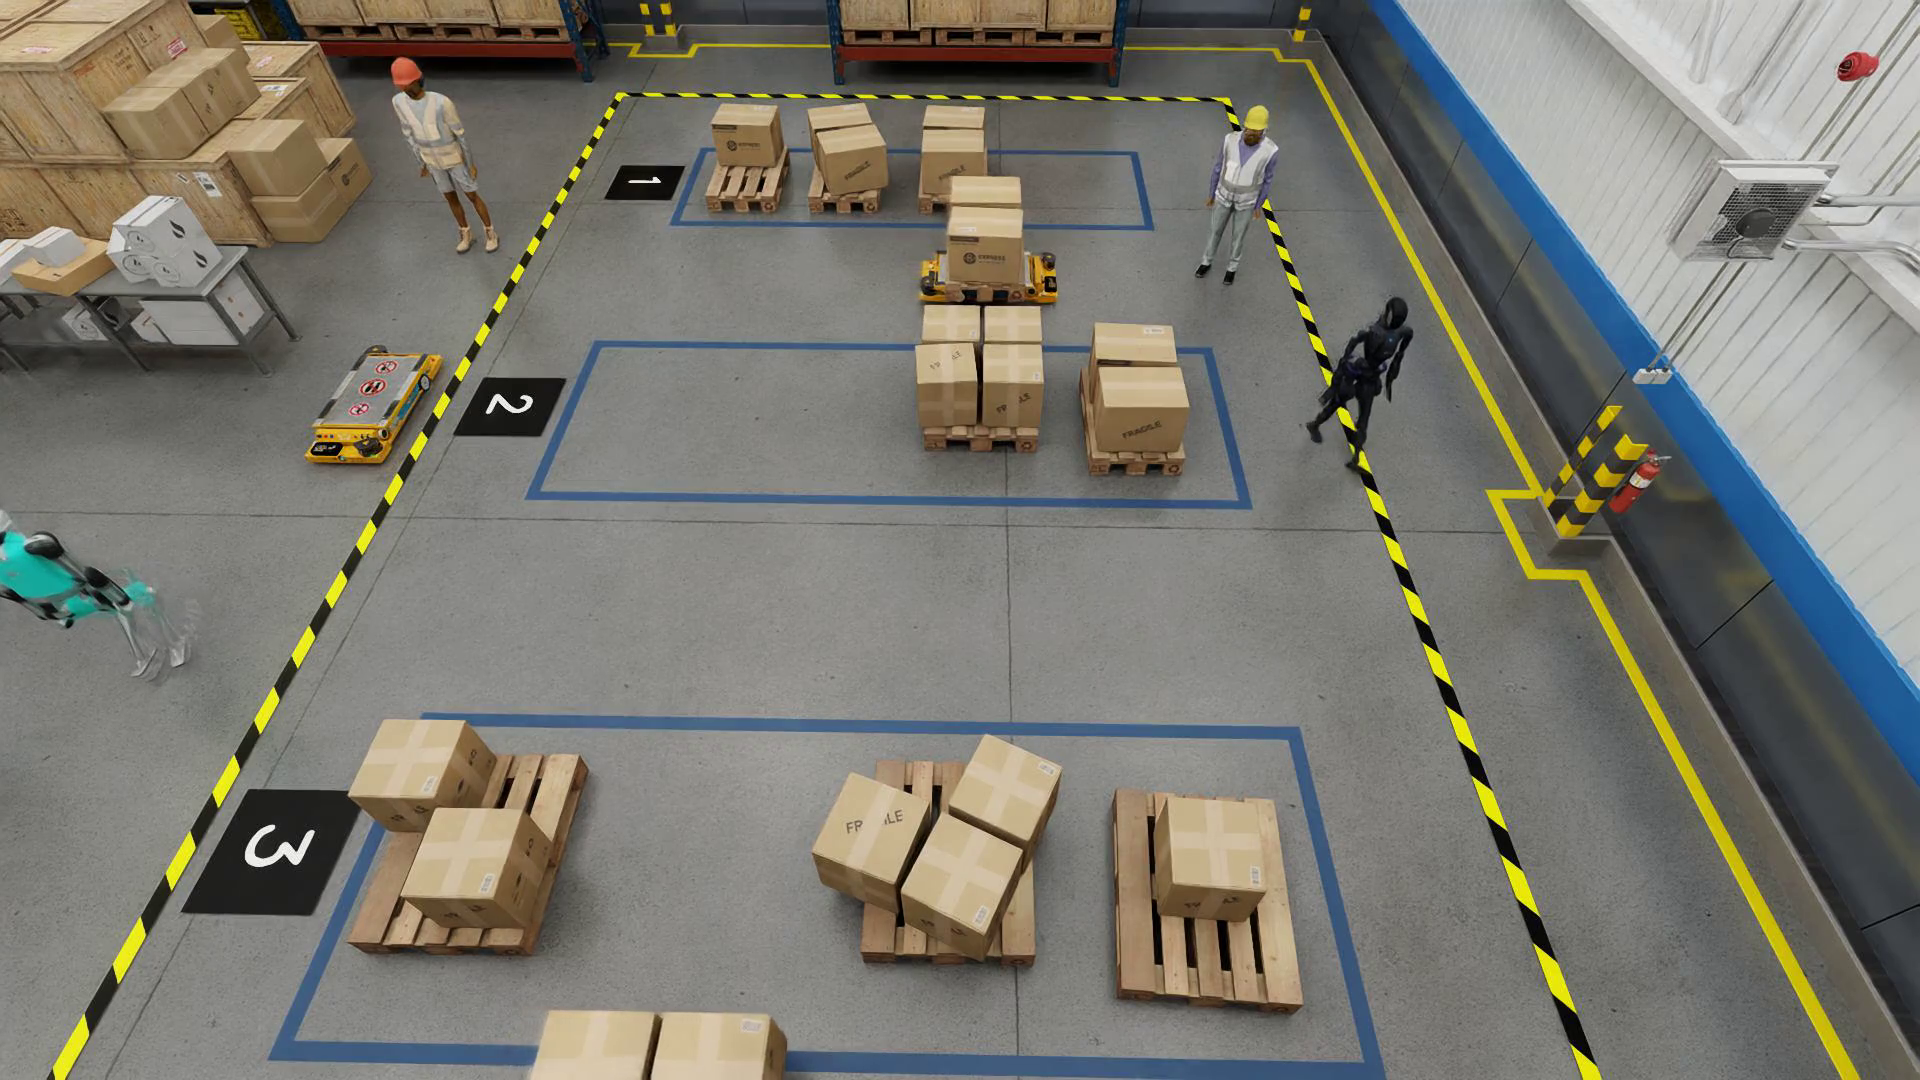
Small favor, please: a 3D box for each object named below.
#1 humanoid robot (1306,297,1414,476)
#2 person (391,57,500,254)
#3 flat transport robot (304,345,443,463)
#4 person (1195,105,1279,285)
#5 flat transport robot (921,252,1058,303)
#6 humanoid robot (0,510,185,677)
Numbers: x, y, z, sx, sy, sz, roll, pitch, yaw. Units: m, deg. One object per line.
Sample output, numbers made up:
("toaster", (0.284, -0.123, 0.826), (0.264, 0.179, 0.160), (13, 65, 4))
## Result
("humanoid robot", (3.321, -1.292, 7.564), (0.608, 1.622, 0.776), (-7, 50, -6))
("person", (-5.377, -3.962, 9.556), (0.604, 2.047, 0.368), (-1, 50, -1))
("flat transport robot", (-5.383, -1.269, 8.441), (0.659, 0.231, 1.431), (1, 50, 1))
("person", (2.793, -3.466, 9.271), (0.597, 1.836, 0.404), (21, 53, 17))
("flat transport robot", (0.311, -2.799, 9.717), (1.431, 0.197, 0.652), (1, 50, 1))
("humanoid robot", (-5.809, 0.263, 6.094), (0.533, 1.677, 0.735), (-12, 51, -10))
